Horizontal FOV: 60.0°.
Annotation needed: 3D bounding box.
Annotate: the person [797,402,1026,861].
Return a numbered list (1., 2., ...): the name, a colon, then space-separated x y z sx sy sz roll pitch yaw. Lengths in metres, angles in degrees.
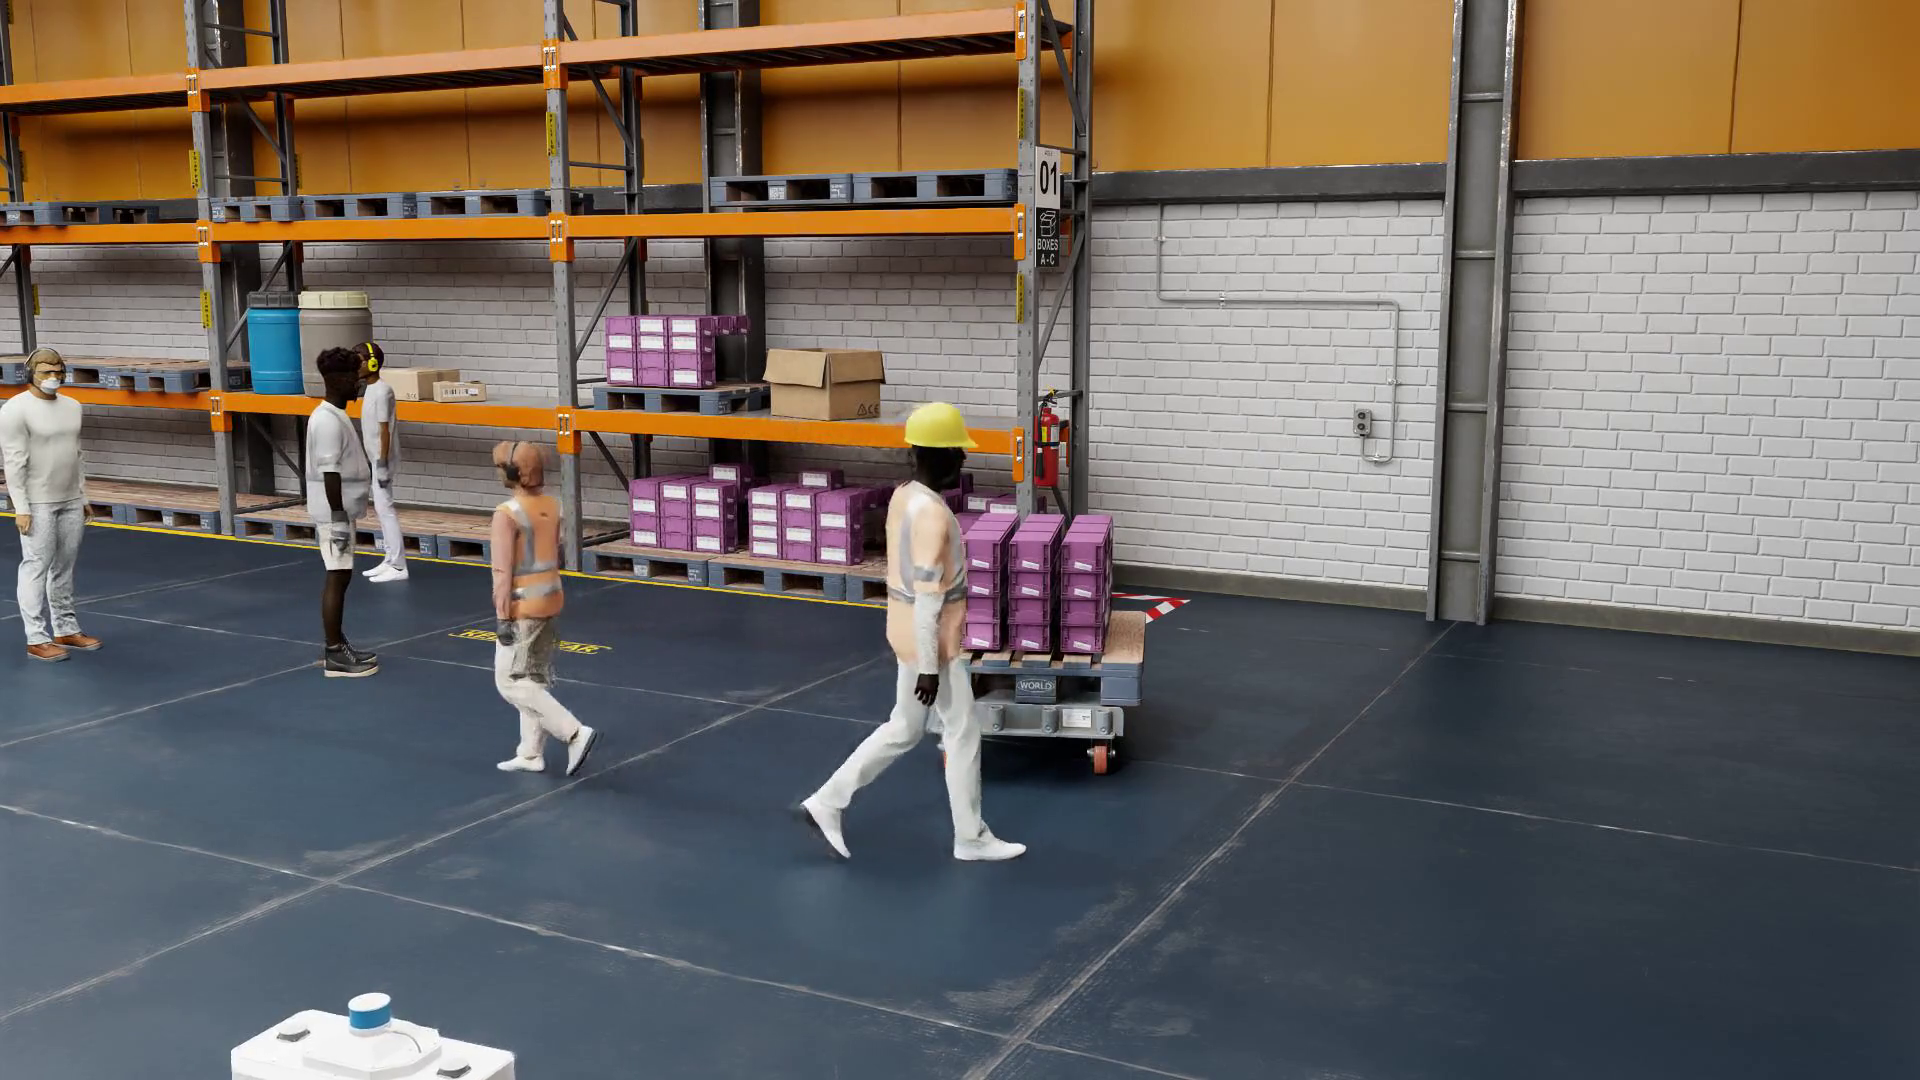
1. person: -0.201 0.390 6.683 0.870 1.902 0.593 -2 9 -12

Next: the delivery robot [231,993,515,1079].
1. delivery robot: -1.497 1.406 4.257 0.707 0.478 0.477 4 10 22

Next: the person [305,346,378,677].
1. person: -3.698 -0.171 9.938 0.368 1.961 0.613 -3 10 -18

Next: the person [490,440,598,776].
1. person: -1.973 0.341 7.824 0.531 1.630 0.516 3 10 16

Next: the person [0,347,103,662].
1. person: -5.666 -0.228 10.375 0.377 1.937 0.629 2 9 12

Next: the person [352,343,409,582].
1. person: -4.524 -0.604 12.951 0.320 1.860 0.505 -5 10 -28
